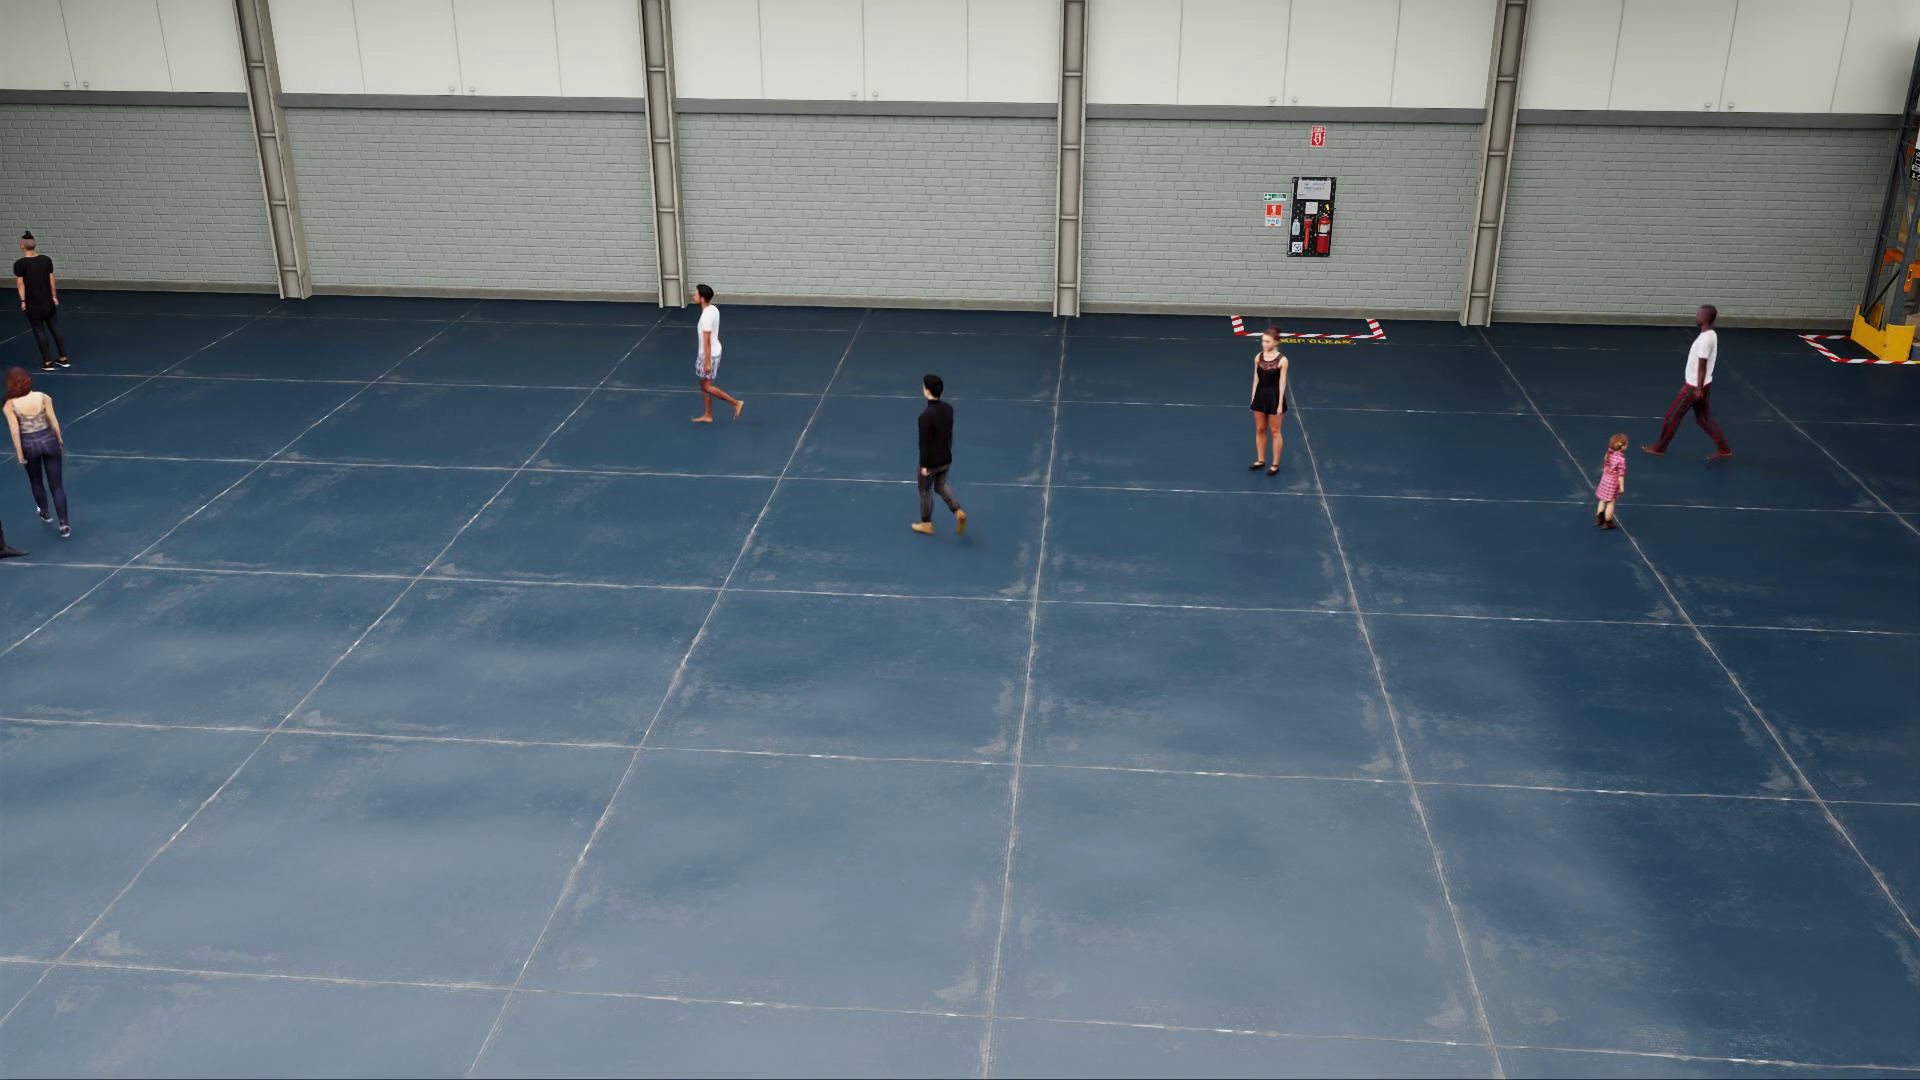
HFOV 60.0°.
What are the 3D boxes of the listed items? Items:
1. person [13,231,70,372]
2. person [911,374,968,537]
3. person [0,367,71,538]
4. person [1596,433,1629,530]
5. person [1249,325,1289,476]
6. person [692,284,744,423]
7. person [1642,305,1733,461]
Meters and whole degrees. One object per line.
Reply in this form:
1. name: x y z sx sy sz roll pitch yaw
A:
1. person: -12.246 -3.196 22.124 0.731 1.867 0.754 12 26 26
2. person: -0.199 -0.825 16.747 1.039 1.710 0.947 19 30 38
3. person: -9.264 -0.857 16.798 1.056 1.729 1.090 -15 27 -31
4. person: 6.717 -0.617 17.140 0.522 1.021 0.489 -7 24 -17
5. person: 3.454 -1.570 18.536 0.673 1.681 0.752 19 30 38
6. person: -2.944 -2.216 20.013 0.896 1.715 0.700 0 23 0
7. person: 8.414 -1.723 18.754 1.287 1.792 1.045 14 27 30
